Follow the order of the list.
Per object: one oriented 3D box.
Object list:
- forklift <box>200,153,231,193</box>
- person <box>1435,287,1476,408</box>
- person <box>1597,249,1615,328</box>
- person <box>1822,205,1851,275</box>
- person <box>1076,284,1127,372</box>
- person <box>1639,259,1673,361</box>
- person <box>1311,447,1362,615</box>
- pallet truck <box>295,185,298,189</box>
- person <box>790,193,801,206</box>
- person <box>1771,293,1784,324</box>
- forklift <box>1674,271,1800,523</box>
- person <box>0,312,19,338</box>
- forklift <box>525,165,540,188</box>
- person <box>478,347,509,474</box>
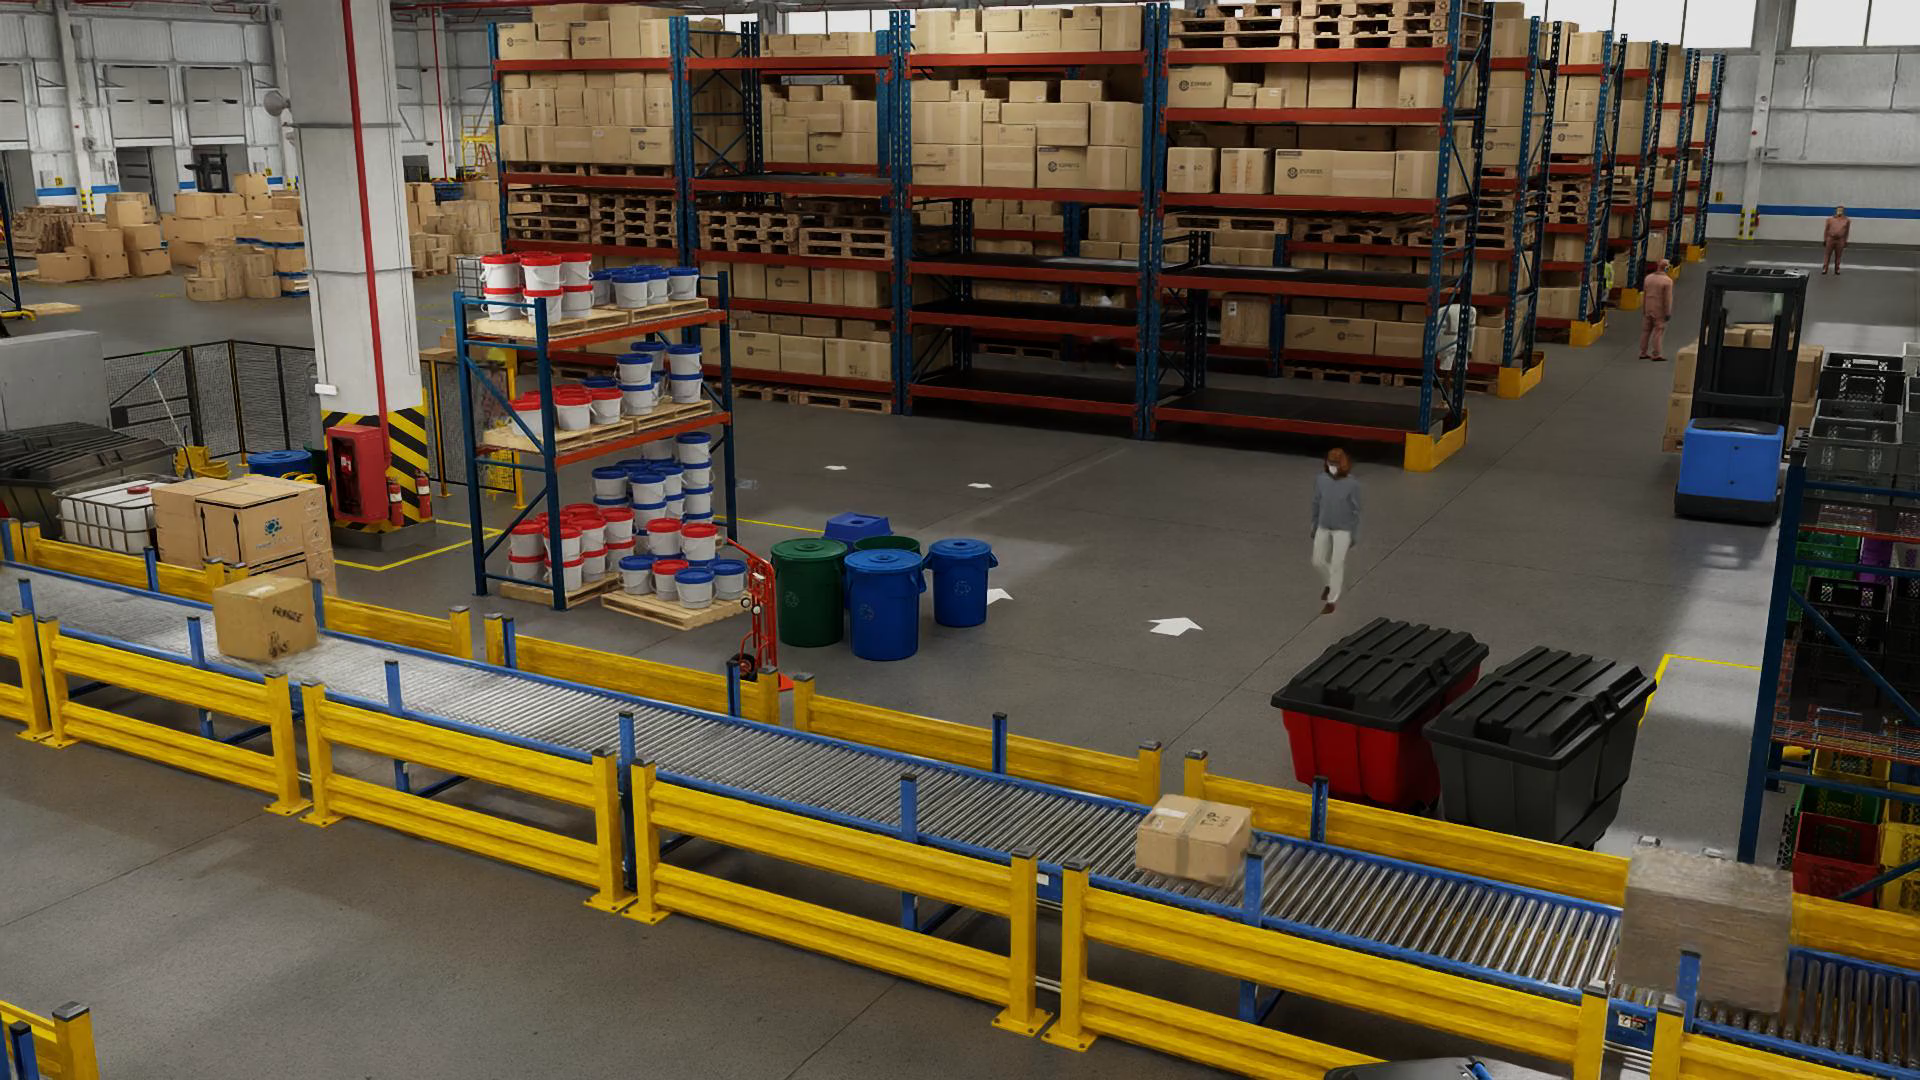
[{"bbox_3d":[-27.436,-12.866,61.465,1.873,2.768,1.129,8,17,28],"label":"forklift"},{"bbox_3d":[7.726,-3.011,26.022,0.605,2.045,0.383,0,15,-1],"label":"person"},{"bbox_3d":[13.838,-5.402,35.689,0.319,1.694,0.535,8,17,26],"label":"person"},{"bbox_3d":[24.454,-8.372,46.431,0.643,1.912,0.410,6,16,22],"label":"person"},{"bbox_3d":[2.531,-3.828,29.851,0.883,1.647,0.570,4,15,13],"label":"person"},{"bbox_3d":[13.077,-4.301,31.158,0.399,1.900,0.643,-7,16,-25],"label":"person"},{"bbox_3d":[3.583,-0.099,15.891,0.500,1.620,0.392,11,18,35],"label":"person"},{"bbox_3d":[-26.804,-14.617,69.738,1.885,1.965,0.823,-14,20,-42],"label":"pallet truck"},{"bbox_3d":[-5.314,-10.310,53.683,0.372,1.928,0.543,-13,20,-41],"label":"person"},{"bbox_3d":[15.426,-4.190,31.262,0.377,1.622,0.514,-3,15,-11],"label":"person"},{"bbox_3d":[9.269,-1.763,19.726,1.129,2.768,1.873,8,17,27],"label":"forklift"},{"bbox_3d":[-19.198,-4.758,32.835,0.628,1.910,1.013,6,16,21],"label":"person"},{"bbox_3d":[-16.455,-13.596,64.211,1.873,2.768,1.129,1,15,2],"label":"forklift"},{"bbox_3d":[-5.961,-1.612,21.342,0.713,1.746,0.528,7,16,24],"label":"person"}]
